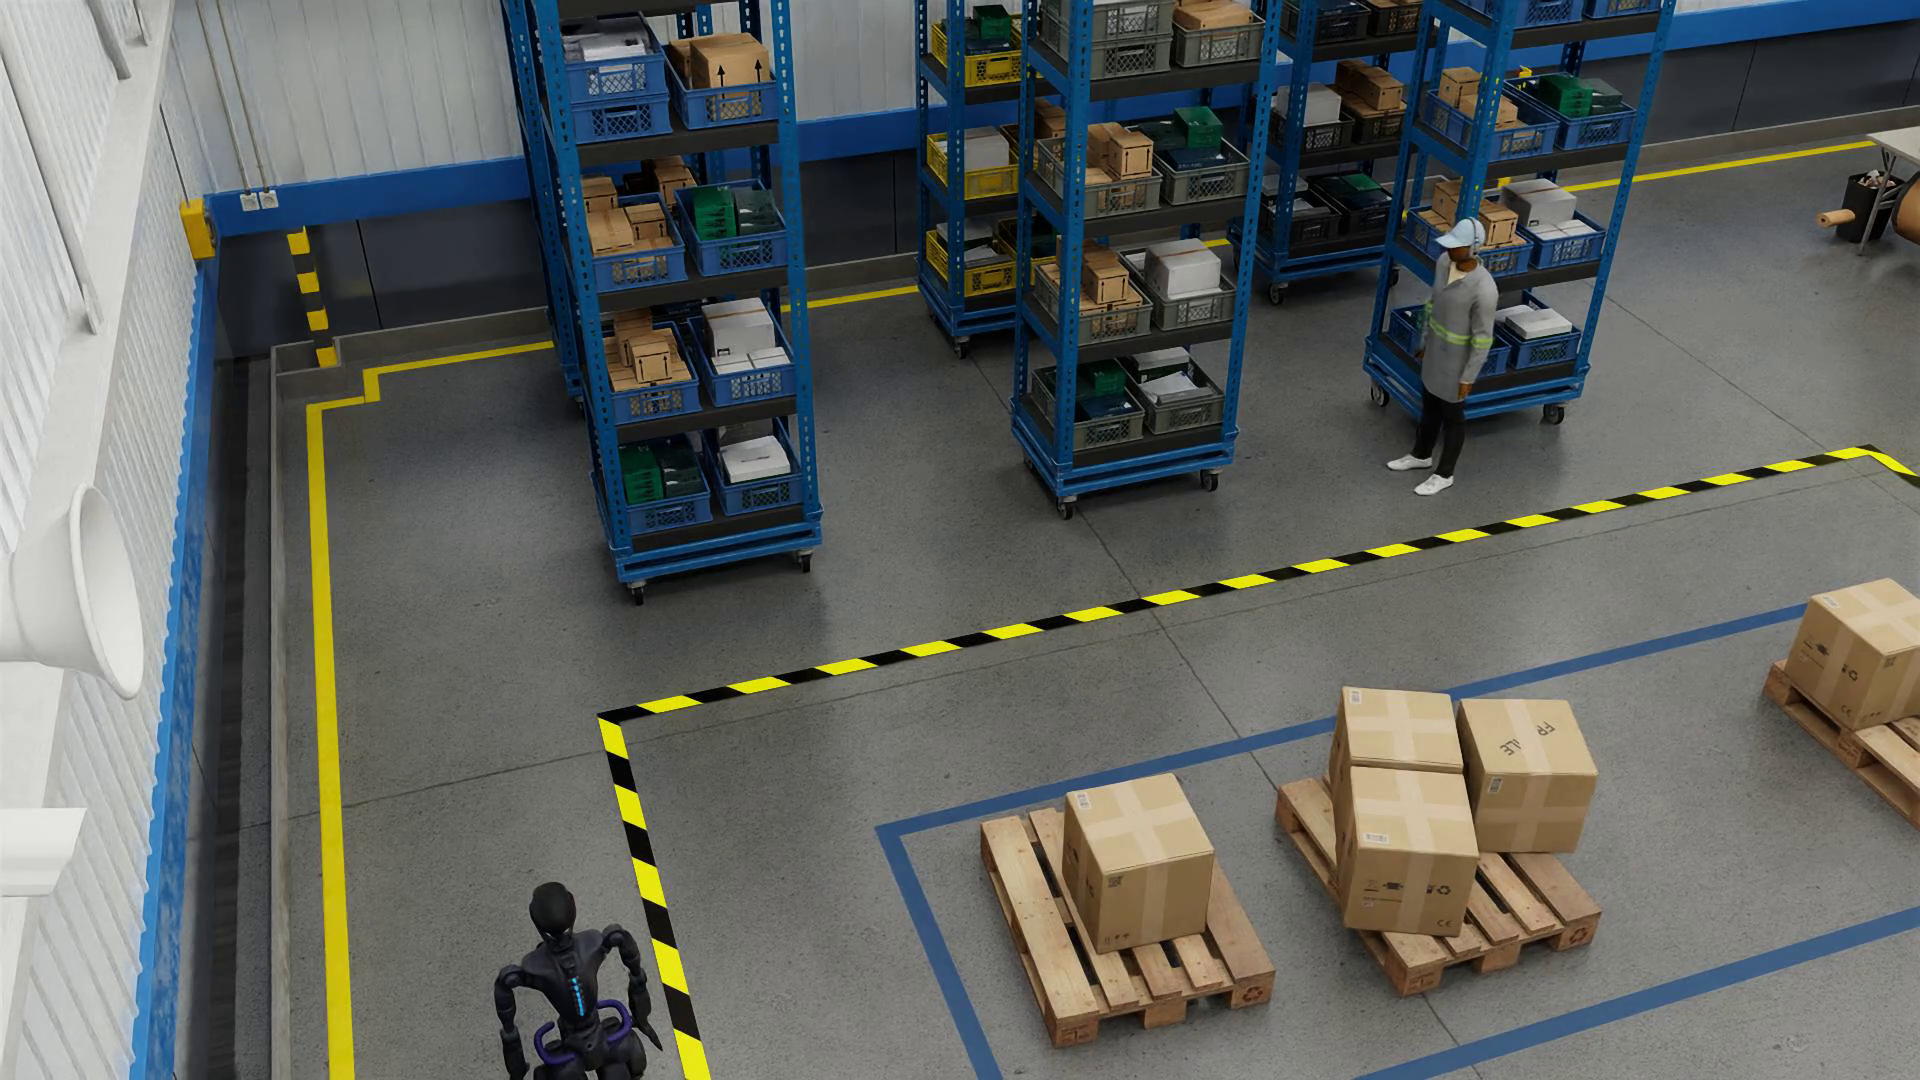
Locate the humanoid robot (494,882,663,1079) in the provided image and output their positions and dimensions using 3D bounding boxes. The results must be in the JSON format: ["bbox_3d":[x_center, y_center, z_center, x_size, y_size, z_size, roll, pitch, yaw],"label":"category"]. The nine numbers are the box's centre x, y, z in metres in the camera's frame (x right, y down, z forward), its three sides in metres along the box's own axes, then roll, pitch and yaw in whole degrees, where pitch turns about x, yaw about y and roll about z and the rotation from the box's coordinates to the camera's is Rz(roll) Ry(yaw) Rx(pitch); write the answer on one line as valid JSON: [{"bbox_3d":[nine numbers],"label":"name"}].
[{"bbox_3d":[-1.394,1.892,6.137,0.599,1.657,0.315,-18,39,-23],"label":"humanoid robot"}]

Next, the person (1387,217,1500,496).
[{"bbox_3d":[3.005,-1.131,10.286,0.397,1.852,0.589,-10,36,-14],"label":"person"}]
